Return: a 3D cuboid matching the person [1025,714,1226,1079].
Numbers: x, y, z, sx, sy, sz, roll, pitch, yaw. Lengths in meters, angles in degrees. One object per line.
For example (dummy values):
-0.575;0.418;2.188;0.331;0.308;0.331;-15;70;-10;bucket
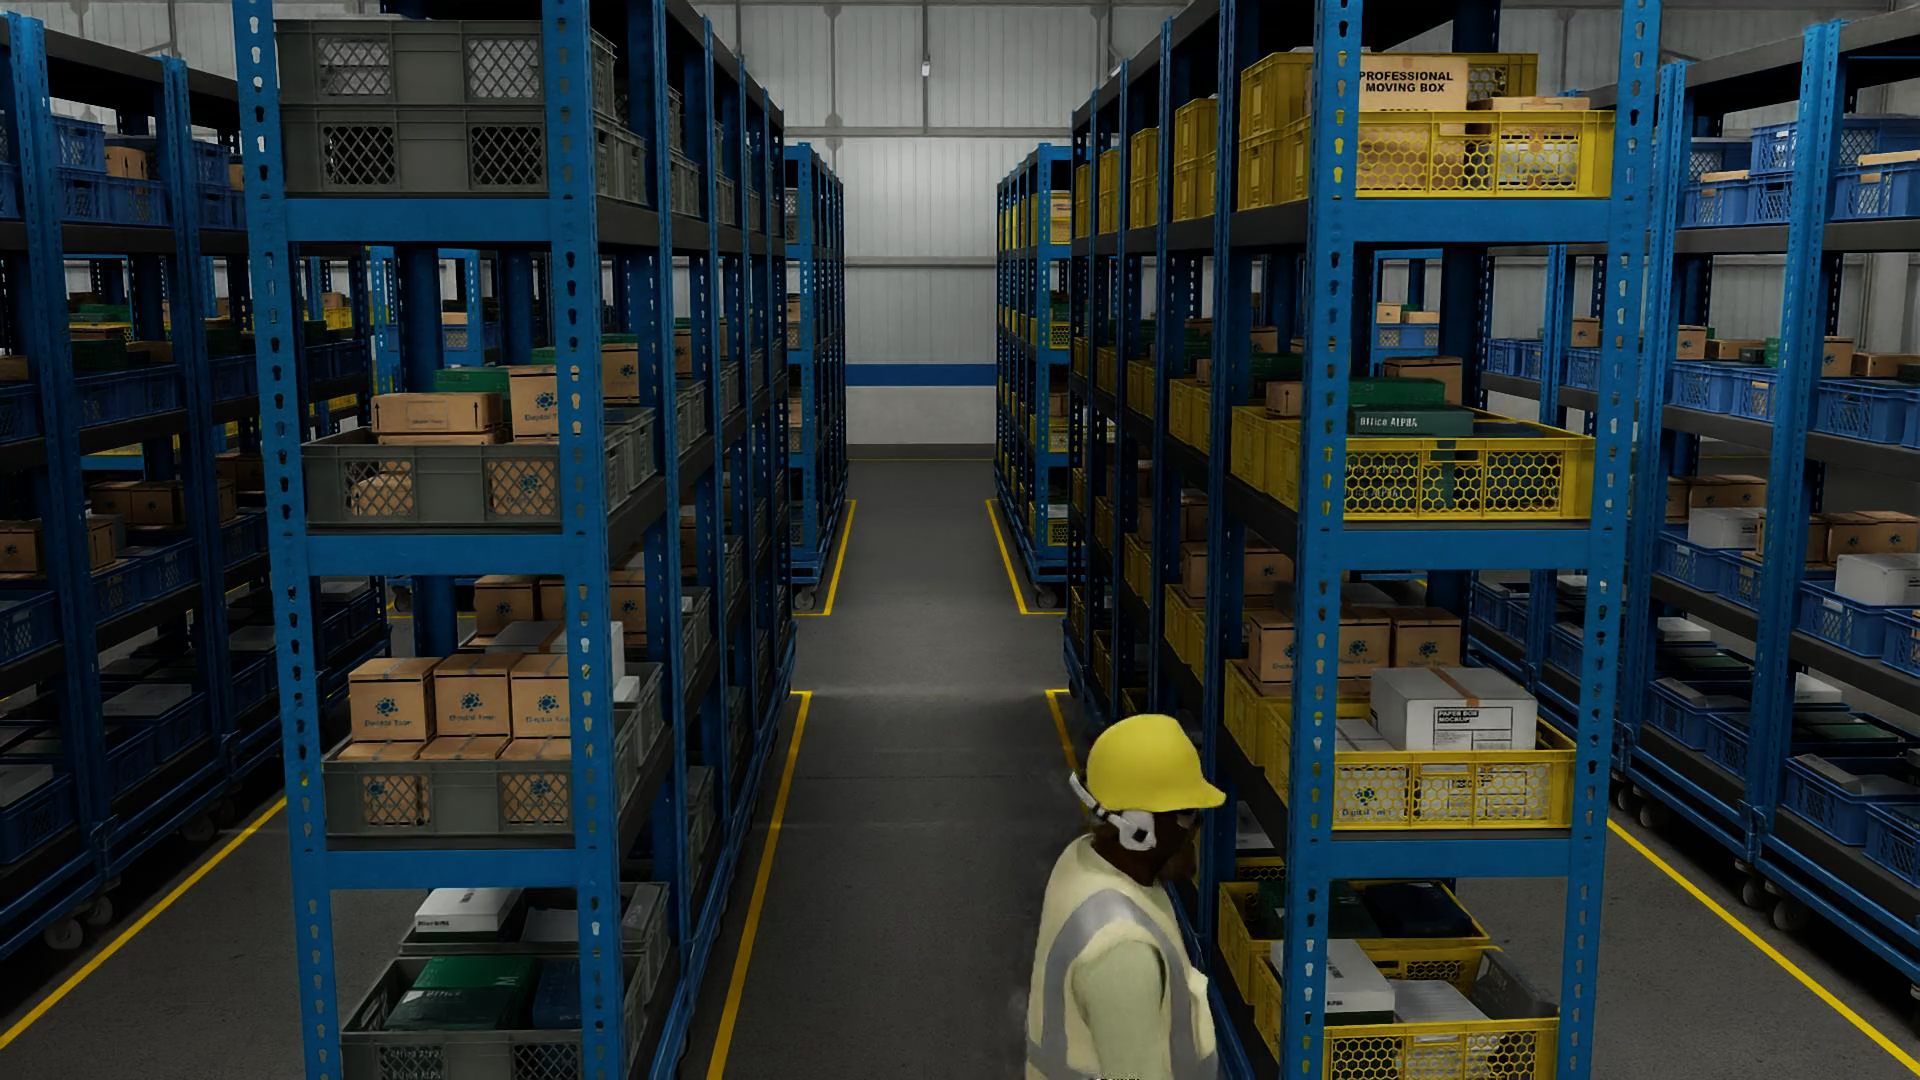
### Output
0.382;1.237;3.490;0.945;1.778;0.610;0;9;3;person
